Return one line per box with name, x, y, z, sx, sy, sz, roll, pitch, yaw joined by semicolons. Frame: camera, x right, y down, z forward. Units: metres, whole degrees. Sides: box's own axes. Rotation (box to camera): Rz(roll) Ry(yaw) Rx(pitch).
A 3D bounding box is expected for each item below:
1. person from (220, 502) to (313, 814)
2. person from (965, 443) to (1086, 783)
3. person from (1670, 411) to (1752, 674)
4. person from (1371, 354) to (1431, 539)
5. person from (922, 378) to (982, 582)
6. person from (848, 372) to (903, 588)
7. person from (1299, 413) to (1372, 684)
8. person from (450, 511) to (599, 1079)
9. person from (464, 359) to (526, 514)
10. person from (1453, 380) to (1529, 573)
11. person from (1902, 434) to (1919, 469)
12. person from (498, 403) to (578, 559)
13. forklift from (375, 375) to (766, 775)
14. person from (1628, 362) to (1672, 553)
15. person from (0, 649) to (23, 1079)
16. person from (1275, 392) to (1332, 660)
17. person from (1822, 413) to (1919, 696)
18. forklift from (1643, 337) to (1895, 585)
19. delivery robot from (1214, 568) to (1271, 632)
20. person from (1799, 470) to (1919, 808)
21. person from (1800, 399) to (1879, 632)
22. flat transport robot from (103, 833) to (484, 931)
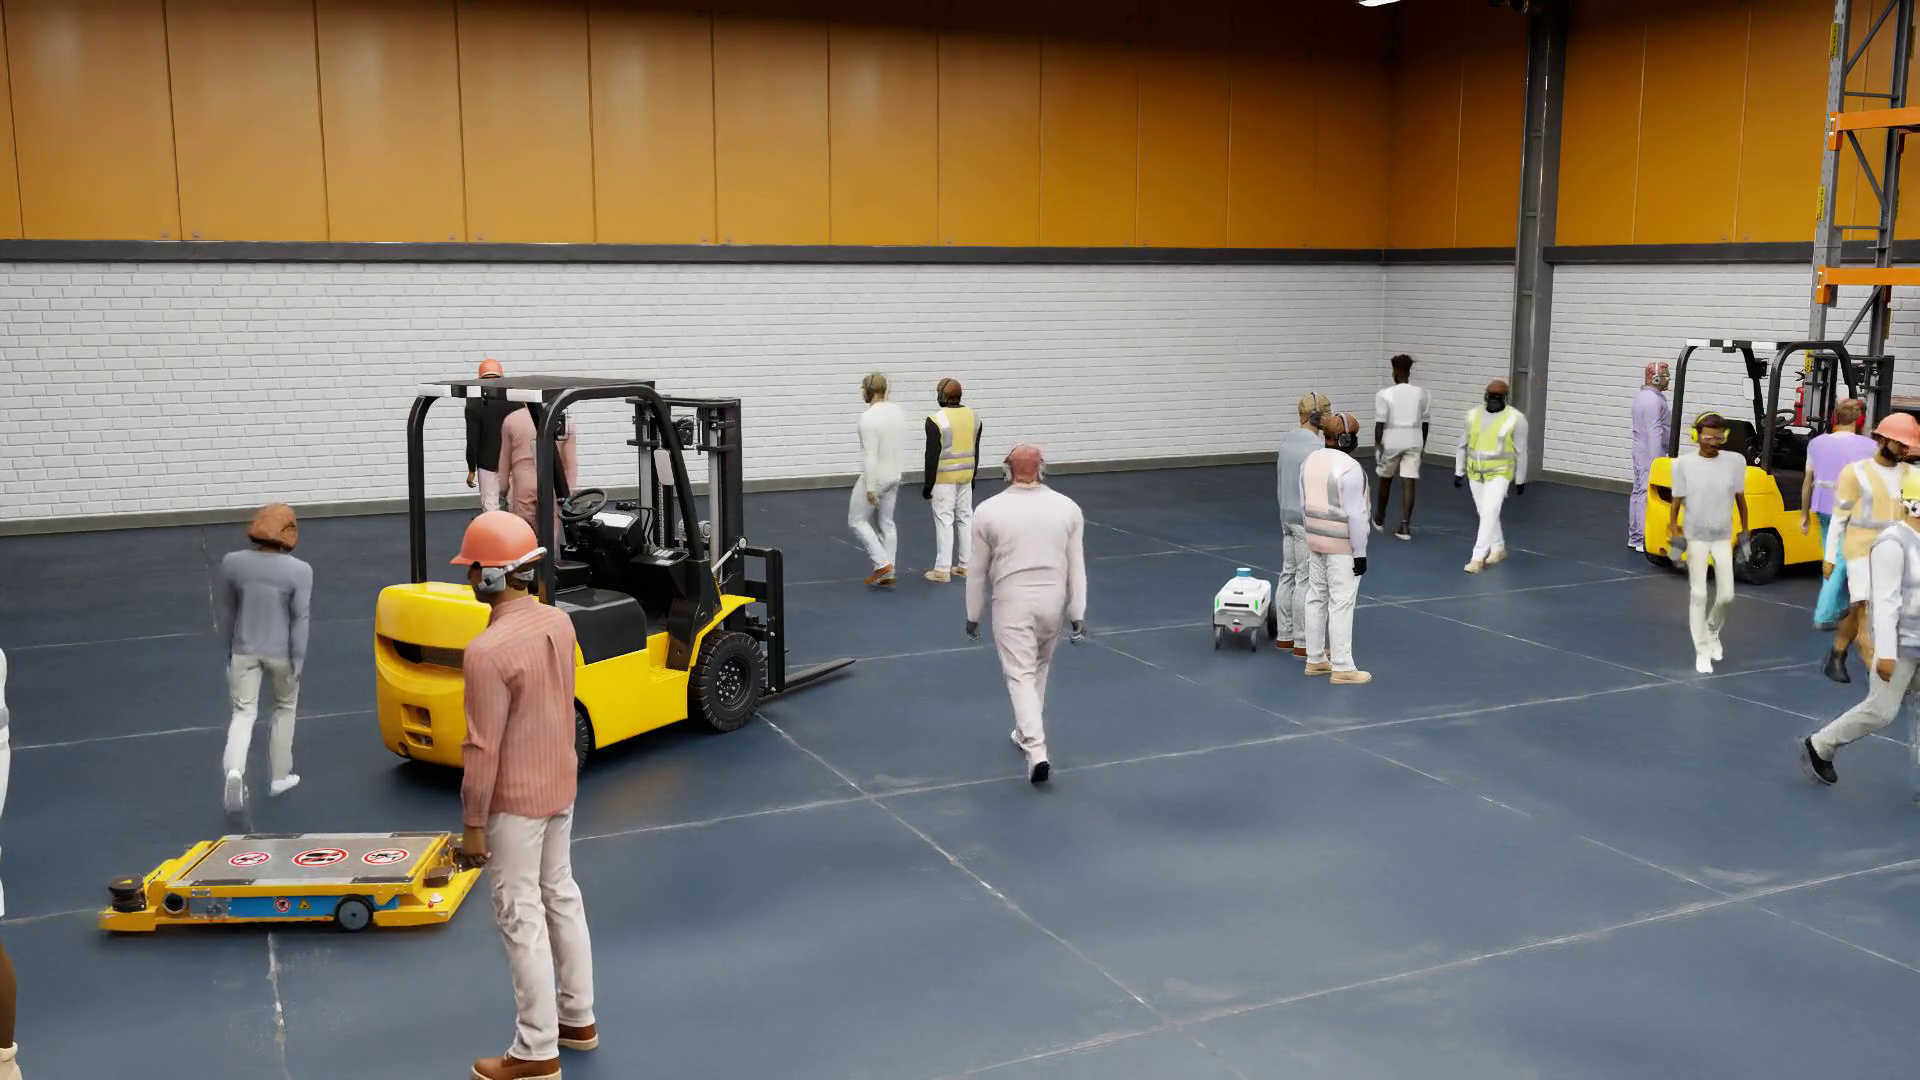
person;-3.631;0.607;8.670;0.519;1.598;0.713;-1;9;-4
person;0.379;0.385;9.311;0.657;1.851;1.041;-2;9;-15
person;5.238;0.012;11.629;0.569;1.841;0.497;2;9;12
person;4.675;-1.011;17.713;0.614;1.926;0.924;1;9;4
person;-0.098;-0.545;15.075;0.623;1.847;0.429;-8;12;-42
person;-0.739;-0.516;14.644;0.438;1.923;0.635;6;11;31
person;2.580;0.054;11.366;0.429;1.844;0.627;-4;10;-24
person;-1.535;0.882;5.777;0.403;1.987;0.617;2;9;15
person;-4.325;-0.691;15.524;0.612;1.991;0.391;-8;12;-39
person;5.003;-0.616;15.692;0.934;1.793;0.619;-8;12;-40
person;7.015;-0.012;12.414;0.509;1.632;0.266;-8;12;-40
person;-3.646;-0.440;14.341;0.700;1.873;0.640;0;9;-2
forklift;-2.268;0.149;9.685;1.214;2.155;2.313;6;11;32
person;6.908;-0.821;16.595;0.410;1.909;0.643;2;9;10
person;-3.365;0.910;5.427;0.605;2.045;0.379;4;10;24
person;2.501;-0.103;12.037;0.353;1.937;0.635;-2;9;-14
person;6.087;0.089;11.037;0.554;1.881;0.962;-1;9;-6
forklift;7.551;-0.789;15.507;2.313;2.155;1.214;-4;10;-25
delivery robot;2.139;0.456;12.562;0.477;0.478;0.707;3;10;17
person;4.893;0.506;8.673;0.596;1.809;0.818;-5;10;-28
person;6.972;-0.196;13.031;0.843;1.803;0.577;-5;10;-28
flat transport robot;-2.895;1.490;7.315;1.431;0.197;0.652;0;9;-3
